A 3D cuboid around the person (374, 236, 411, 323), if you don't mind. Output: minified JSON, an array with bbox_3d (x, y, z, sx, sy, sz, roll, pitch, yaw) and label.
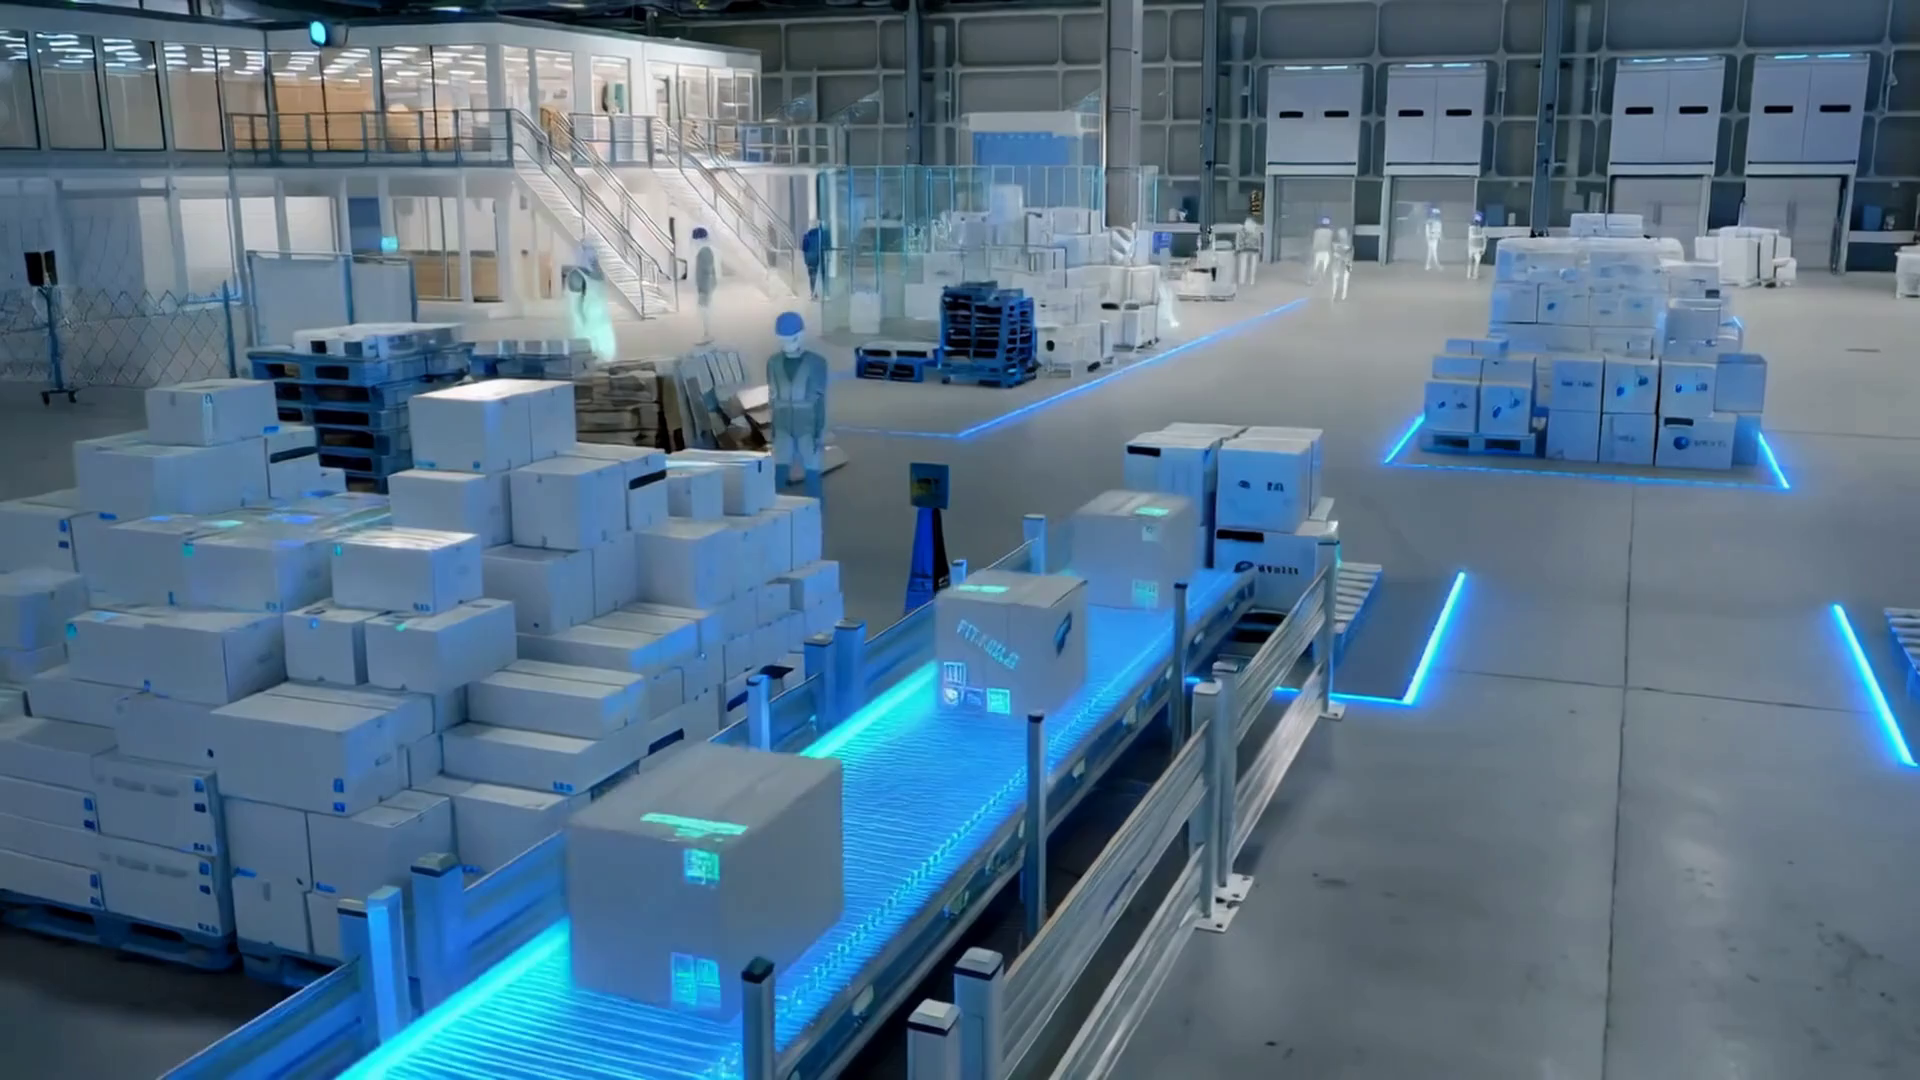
[{"bbox_3d":[-9.393,-4.074,27.642,0.584,1.917,0.385,-8,15,-31],"label":"person"}]

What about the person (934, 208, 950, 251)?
[{"bbox_3d":[-0.460,-8.262,46.388,0.612,1.942,0.405,0,13,1],"label":"person"}]

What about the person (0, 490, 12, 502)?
[{"bbox_3d":[-8.894,-1.197,14.866,0.792,1.851,0.596,5,14,23],"label":"person"}]

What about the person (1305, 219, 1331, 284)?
[{"bbox_3d":[9.546,-7.658,44.160,0.656,1.732,0.463,-5,13,-21],"label":"person"}]

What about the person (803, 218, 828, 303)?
[{"bbox_3d":[-3.295,-6.345,37.829,0.643,1.927,0.389,-11,17,-40],"label":"person"}]

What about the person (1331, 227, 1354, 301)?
[{"bbox_3d":[8.830,-6.370,38.435,0.540,1.695,0.317,2,13,11],"label":"person"}]

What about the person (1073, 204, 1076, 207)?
[{"bbox_3d":[3.419,-9.060,49.867,0.486,1.974,0.621,-10,16,-39],"label":"person"}]

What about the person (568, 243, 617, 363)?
[{"bbox_3d":[-5.046,-3.125,23.101,0.920,2.000,0.695,9,15,34],"label":"person"}]

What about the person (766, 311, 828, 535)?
[{"bbox_3d":[-1.345,-0.876,13.356,0.549,1.891,0.963,4,13,16],"label":"person"}]

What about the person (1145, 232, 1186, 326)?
[{"bbox_3d":[3.890,-5.069,32.347,0.972,1.820,0.528,7,14,29],"label":"person"}]

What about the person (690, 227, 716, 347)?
[{"bbox_3d":[-4.390,-4.323,28.487,0.407,2.041,0.639,2,13,7],"label":"person"}]

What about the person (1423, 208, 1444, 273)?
[{"bbox_3d":[14.028,-8.817,48.967,0.617,1.884,0.927,-8,15,-33],"label":"person"}]

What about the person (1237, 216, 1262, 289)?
[{"bbox_3d":[7.390,-7.320,42.407,0.631,1.831,0.445,0,13,-1],"label":"person"}]

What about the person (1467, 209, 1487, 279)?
[{"bbox_3d":[14.317,-8.191,46.062,0.544,1.937,0.358,-1,13,-4],"label":"person"}]
